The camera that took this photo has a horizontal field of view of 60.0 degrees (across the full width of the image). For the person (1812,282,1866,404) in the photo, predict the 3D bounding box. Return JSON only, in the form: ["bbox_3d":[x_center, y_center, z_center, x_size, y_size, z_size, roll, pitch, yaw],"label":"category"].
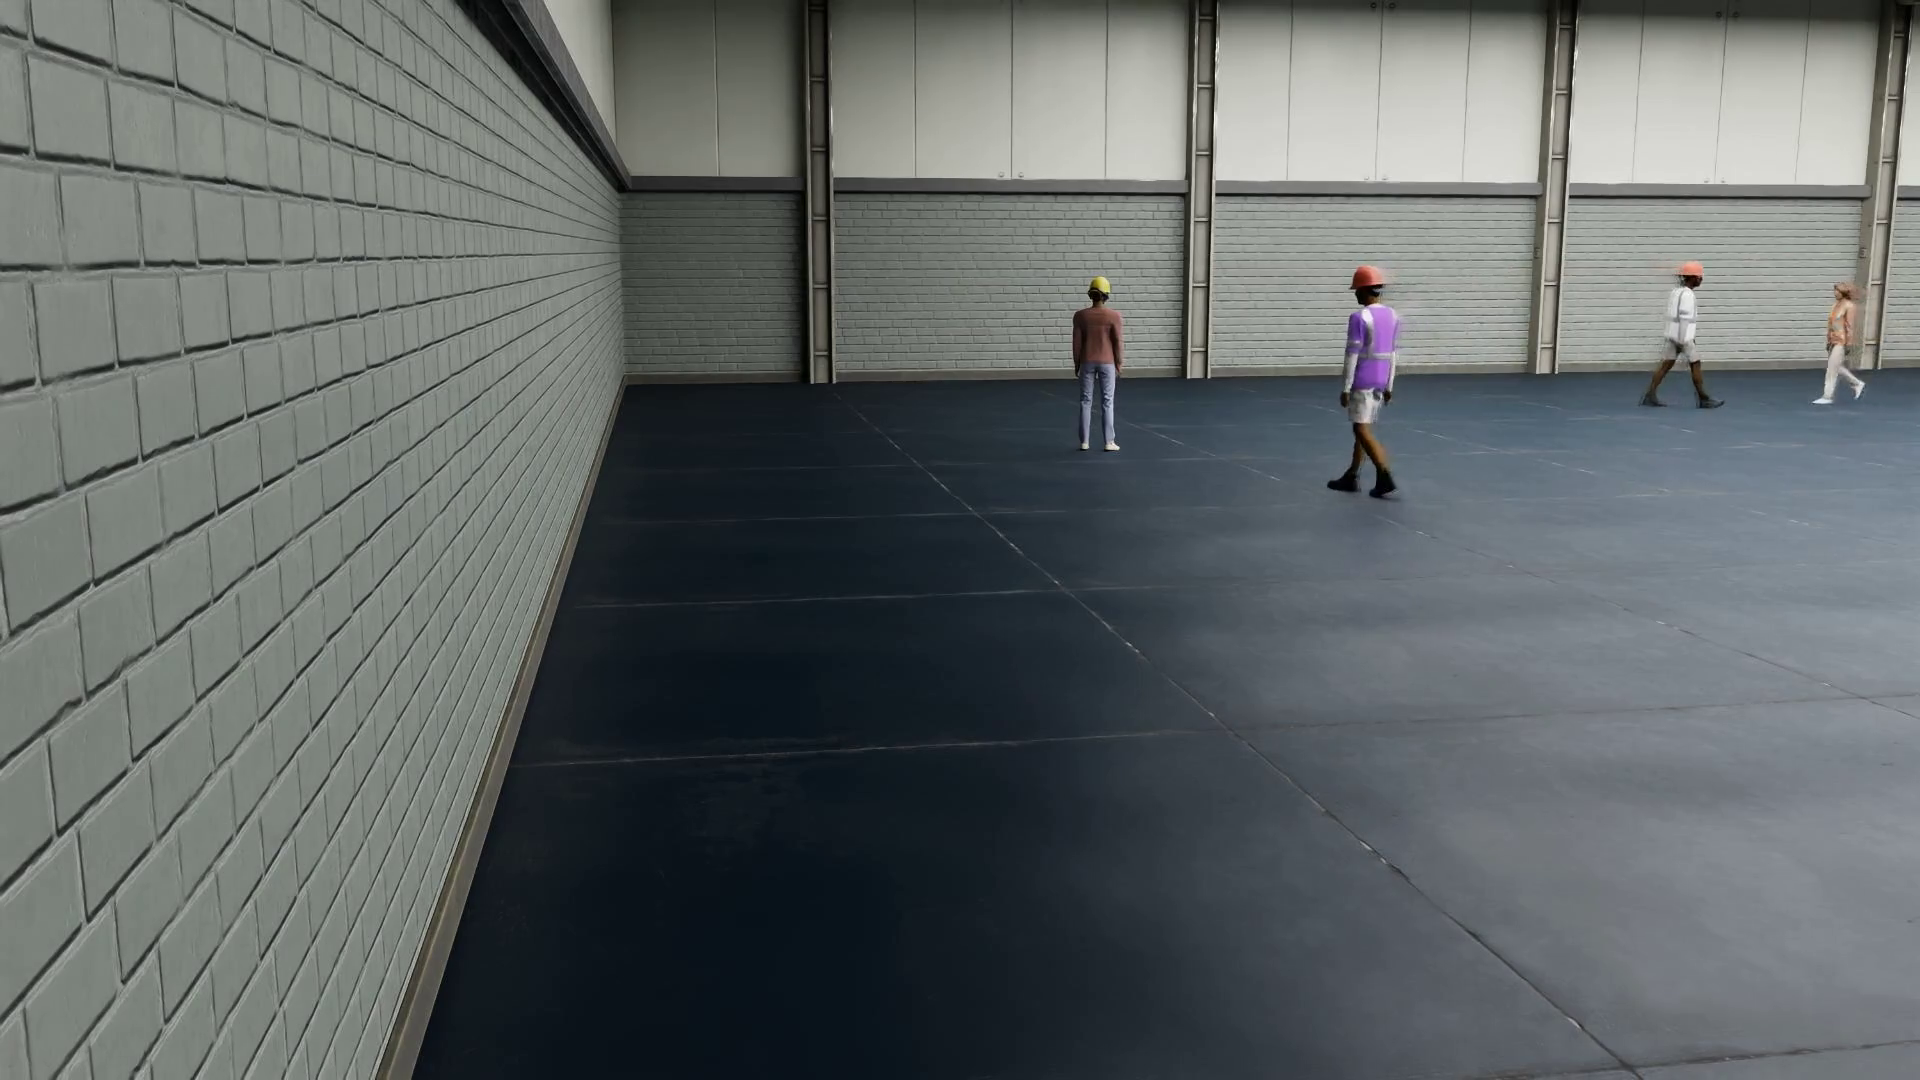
[{"bbox_3d":[11.696,-2.600,22.013,0.644,1.615,0.526,1,10,4],"label":"person"}]

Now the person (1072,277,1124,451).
[{"bbox_3d":[1.400,-1.775,16.857,0.528,1.768,0.313,3,10,18],"label":"person"}]

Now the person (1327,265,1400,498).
[{"bbox_3d":[3.378,-1.308,13.759,0.558,1.911,0.804,-8,12,-37],"label":"person"}]

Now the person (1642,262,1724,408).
[{"bbox_3d":[9.357,-2.635,21.469,0.992,1.884,0.564,1,10,8],"label":"person"}]
